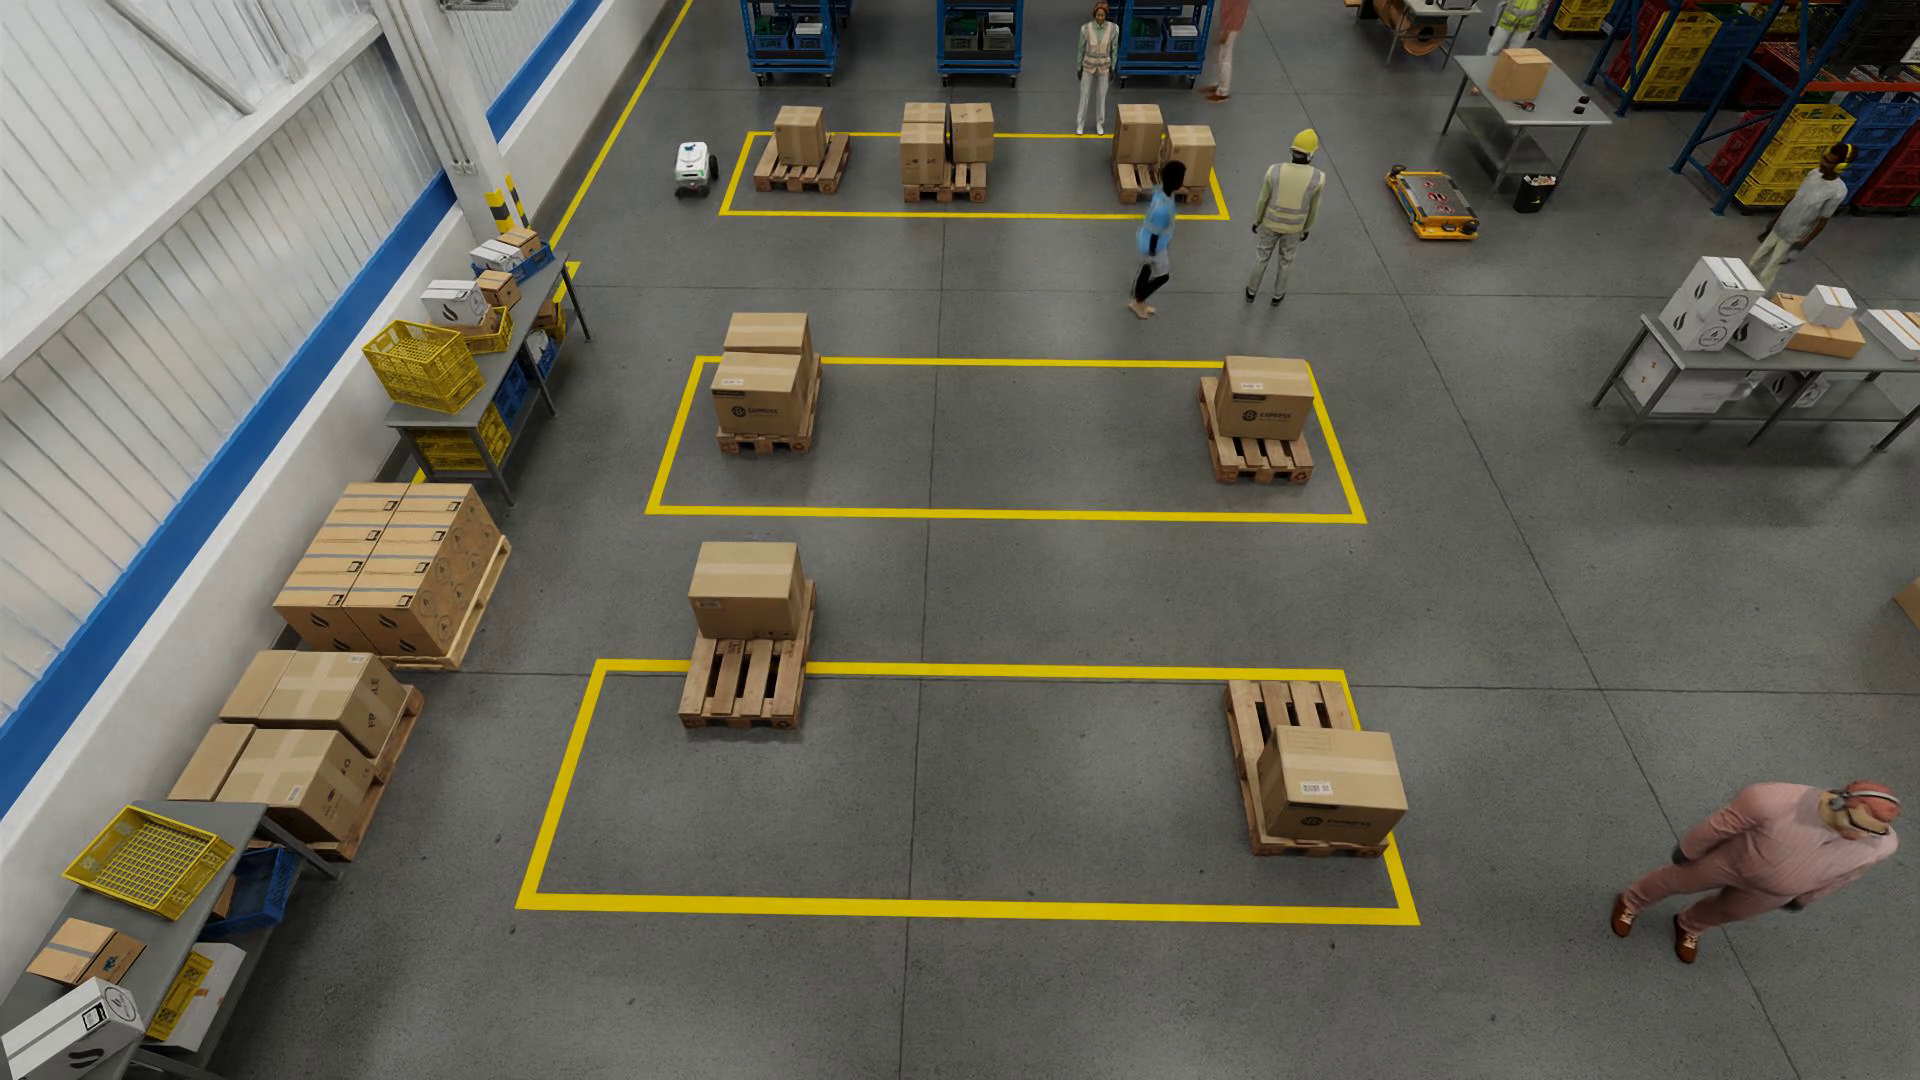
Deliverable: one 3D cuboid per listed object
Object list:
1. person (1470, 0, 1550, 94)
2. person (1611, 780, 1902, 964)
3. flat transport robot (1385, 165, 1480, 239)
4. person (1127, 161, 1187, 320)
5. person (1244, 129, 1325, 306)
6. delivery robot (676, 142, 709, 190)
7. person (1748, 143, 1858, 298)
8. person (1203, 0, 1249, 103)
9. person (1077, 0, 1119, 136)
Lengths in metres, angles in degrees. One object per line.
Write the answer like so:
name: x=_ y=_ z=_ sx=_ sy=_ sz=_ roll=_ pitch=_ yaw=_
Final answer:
person: x=7.651 y=-7.100 z=12.636 sx=0.629 sy=1.836 sz=0.428 roll=15 pitch=51 yaw=13
person: x=4.246 y=1.773 z=4.916 sx=0.653 sy=1.900 sz=0.398 roll=21 pitch=52 yaw=17
flat transport robot: x=5.692 y=-4.094 z=11.059 sx=0.652 sy=0.197 sz=1.431 roll=1 pitch=49 yaw=1
person: x=1.967 y=-2.962 z=9.146 sx=0.371 sy=1.681 sz=0.524 roll=7 pitch=49 yaw=6
person: x=3.278 y=-3.229 z=9.289 sx=0.587 sy=1.826 sz=0.404 roll=16 pitch=51 yaw=13
delivery robot: x=-3.292 y=-4.633 z=11.279 sx=0.477 sy=0.478 sz=0.707 roll=-5 pitch=49 yaw=-5
person: x=8.154 y=-2.996 z=9.063 sx=0.314 sy=1.863 sz=0.526 roll=0 pitch=49 yaw=0
person: x=3.662 y=-7.032 z=12.472 sx=0.392 sy=1.993 sz=0.620 roll=13 pitch=50 yaw=11
person: x=1.765 y=-6.116 z=11.915 sx=0.509 sy=1.631 sz=0.310 roll=2 pitch=49 yaw=2
